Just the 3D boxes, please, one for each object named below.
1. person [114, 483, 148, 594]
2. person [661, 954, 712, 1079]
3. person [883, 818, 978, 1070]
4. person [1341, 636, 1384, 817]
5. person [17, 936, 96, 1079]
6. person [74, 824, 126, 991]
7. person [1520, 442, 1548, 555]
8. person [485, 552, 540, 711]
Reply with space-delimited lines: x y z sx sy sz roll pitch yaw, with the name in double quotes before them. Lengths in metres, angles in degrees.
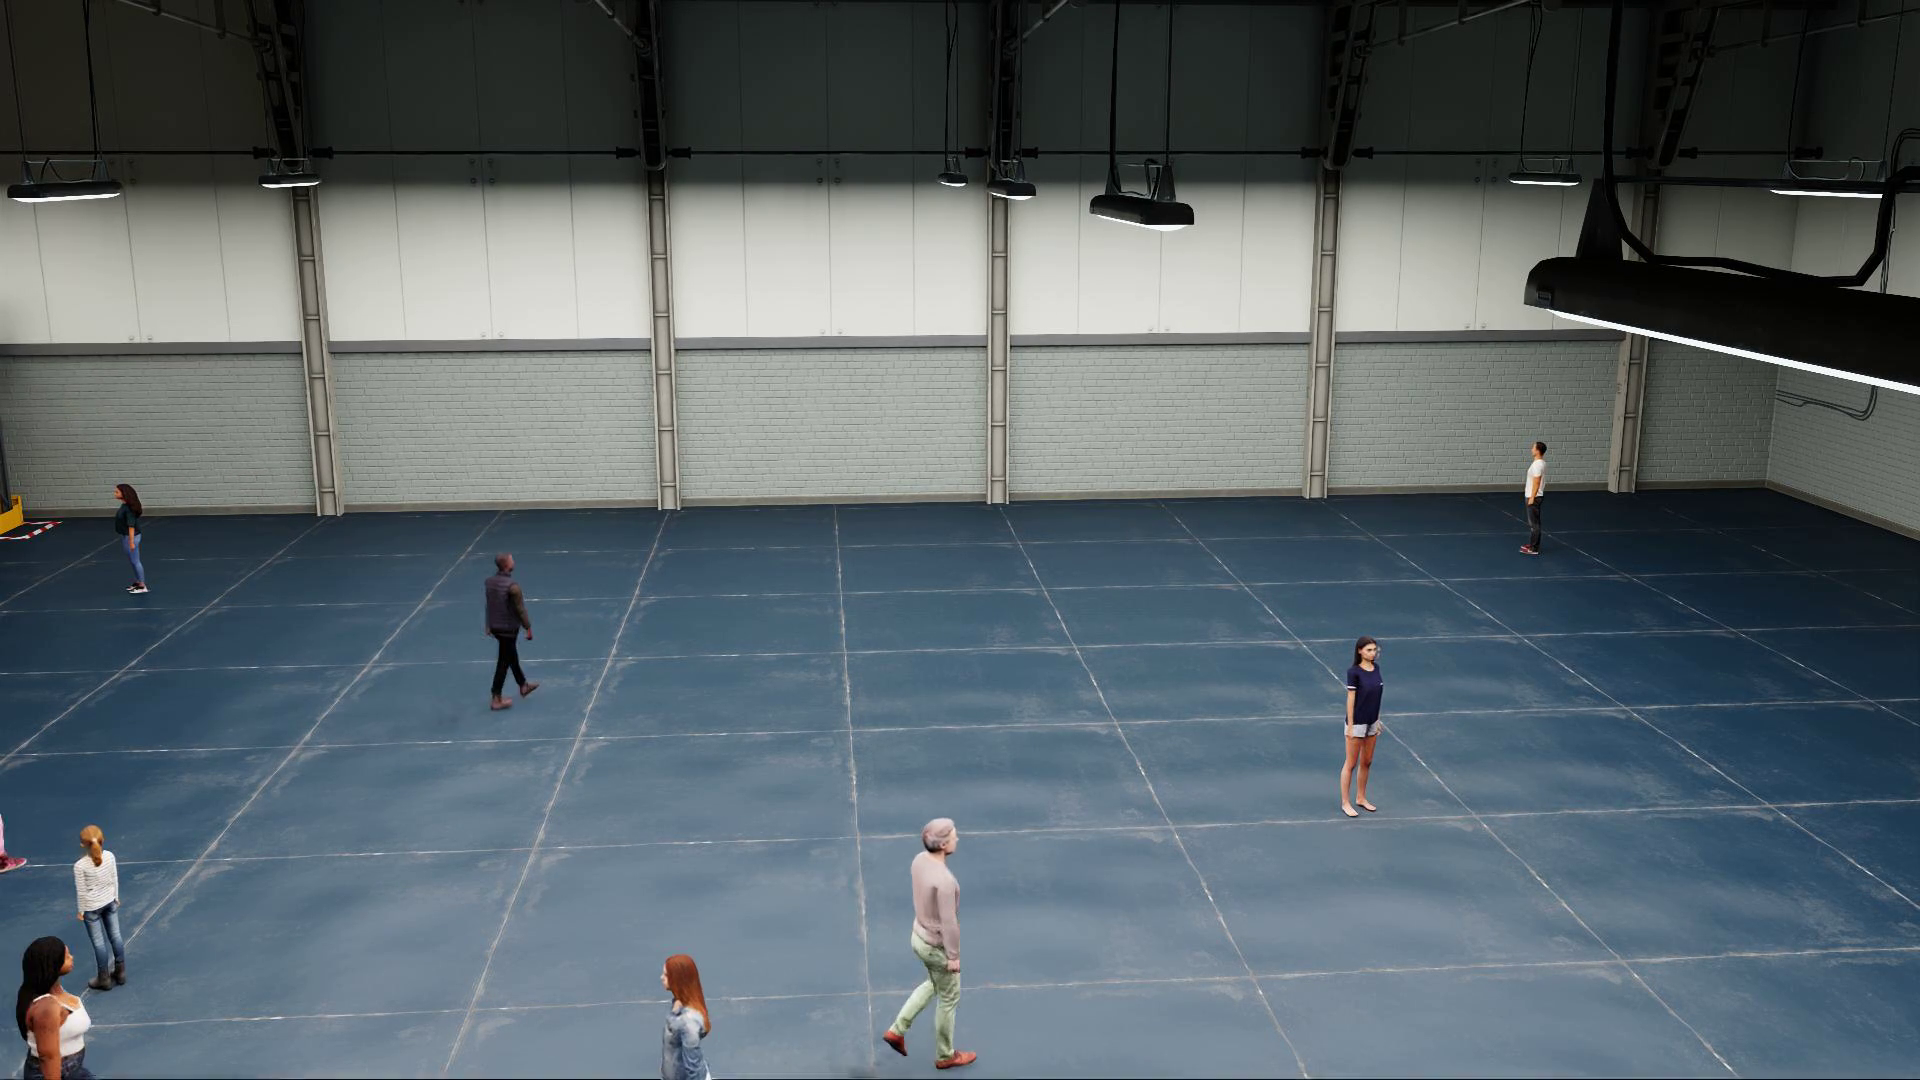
"person" -12.127 -0.037 24.332 0.717 1.616 0.684 -8 15 -31
"person" -1.535 3.258 9.949 1.019 1.684 0.726 -4 14 -15
"person" -0.243 2.816 11.478 1.012 1.856 0.875 -6 14 -25
"person" 3.901 1.782 16.143 0.598 1.766 0.716 -8 15 -31
"person" -5.449 3.226 9.848 0.821 1.792 0.778 -11 17 -39
"person" -6.586 2.802 12.738 0.629 1.315 0.572 9 16 33
"person" 9.259 -0.692 26.744 0.705 1.804 0.711 6 14 24
"person" -5.312 1.066 19.146 1.086 1.807 1.138 10 16 37
